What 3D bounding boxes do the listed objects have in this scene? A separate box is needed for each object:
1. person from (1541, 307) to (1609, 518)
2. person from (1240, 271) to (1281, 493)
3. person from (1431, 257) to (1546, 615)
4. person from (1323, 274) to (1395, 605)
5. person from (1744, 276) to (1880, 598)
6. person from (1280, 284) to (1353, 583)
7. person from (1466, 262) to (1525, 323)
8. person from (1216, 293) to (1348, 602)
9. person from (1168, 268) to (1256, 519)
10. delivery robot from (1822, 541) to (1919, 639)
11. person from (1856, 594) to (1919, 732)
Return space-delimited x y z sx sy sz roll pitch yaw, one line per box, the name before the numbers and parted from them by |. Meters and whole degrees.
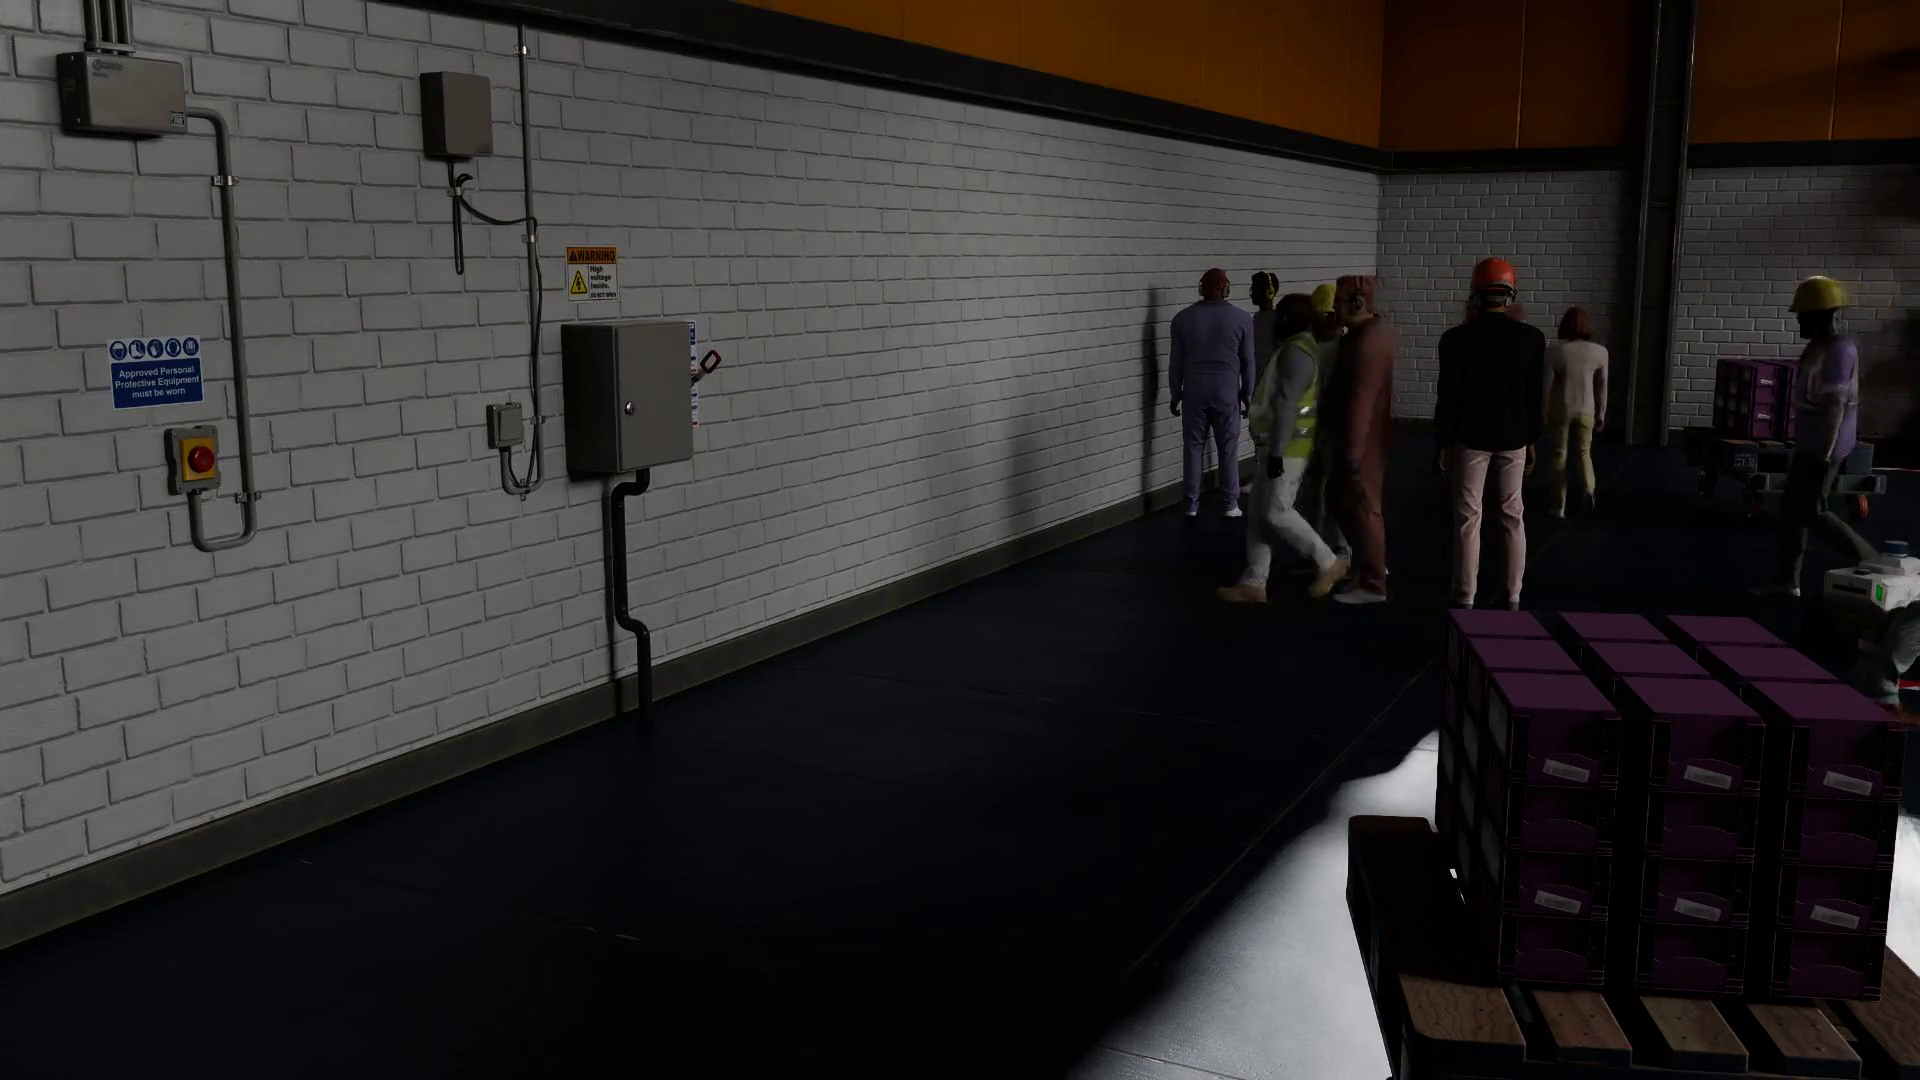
person | 4.642 -0.949 12.599 0.500 1.620 0.435 1 10 6
person | 2.520 -1.281 13.786 0.334 1.873 0.517 -3 10 -17
person | 2.901 -0.549 9.183 0.612 1.995 0.392 -1 10 -5
person | 2.299 -0.563 9.537 0.437 1.896 0.695 2 10 14
person | 4.975 -0.554 9.519 0.653 1.904 0.601 2 10 12
person | 2.253 -0.655 10.267 0.404 1.830 0.599 -7 12 -34
person | 4.919 -1.597 15.414 0.621 1.951 1.020 9 13 42
person | 1.858 -0.519 9.588 0.659 1.796 0.640 1 10 4
person | 1.920 -1.110 12.691 0.652 1.906 0.402 2 10 12
delivery robot | 4.753 0.247 8.473 0.707 0.478 0.477 -5 11 -27
person | 4.221 -0.062 6.746 1.063 1.869 0.649 8 13 40
